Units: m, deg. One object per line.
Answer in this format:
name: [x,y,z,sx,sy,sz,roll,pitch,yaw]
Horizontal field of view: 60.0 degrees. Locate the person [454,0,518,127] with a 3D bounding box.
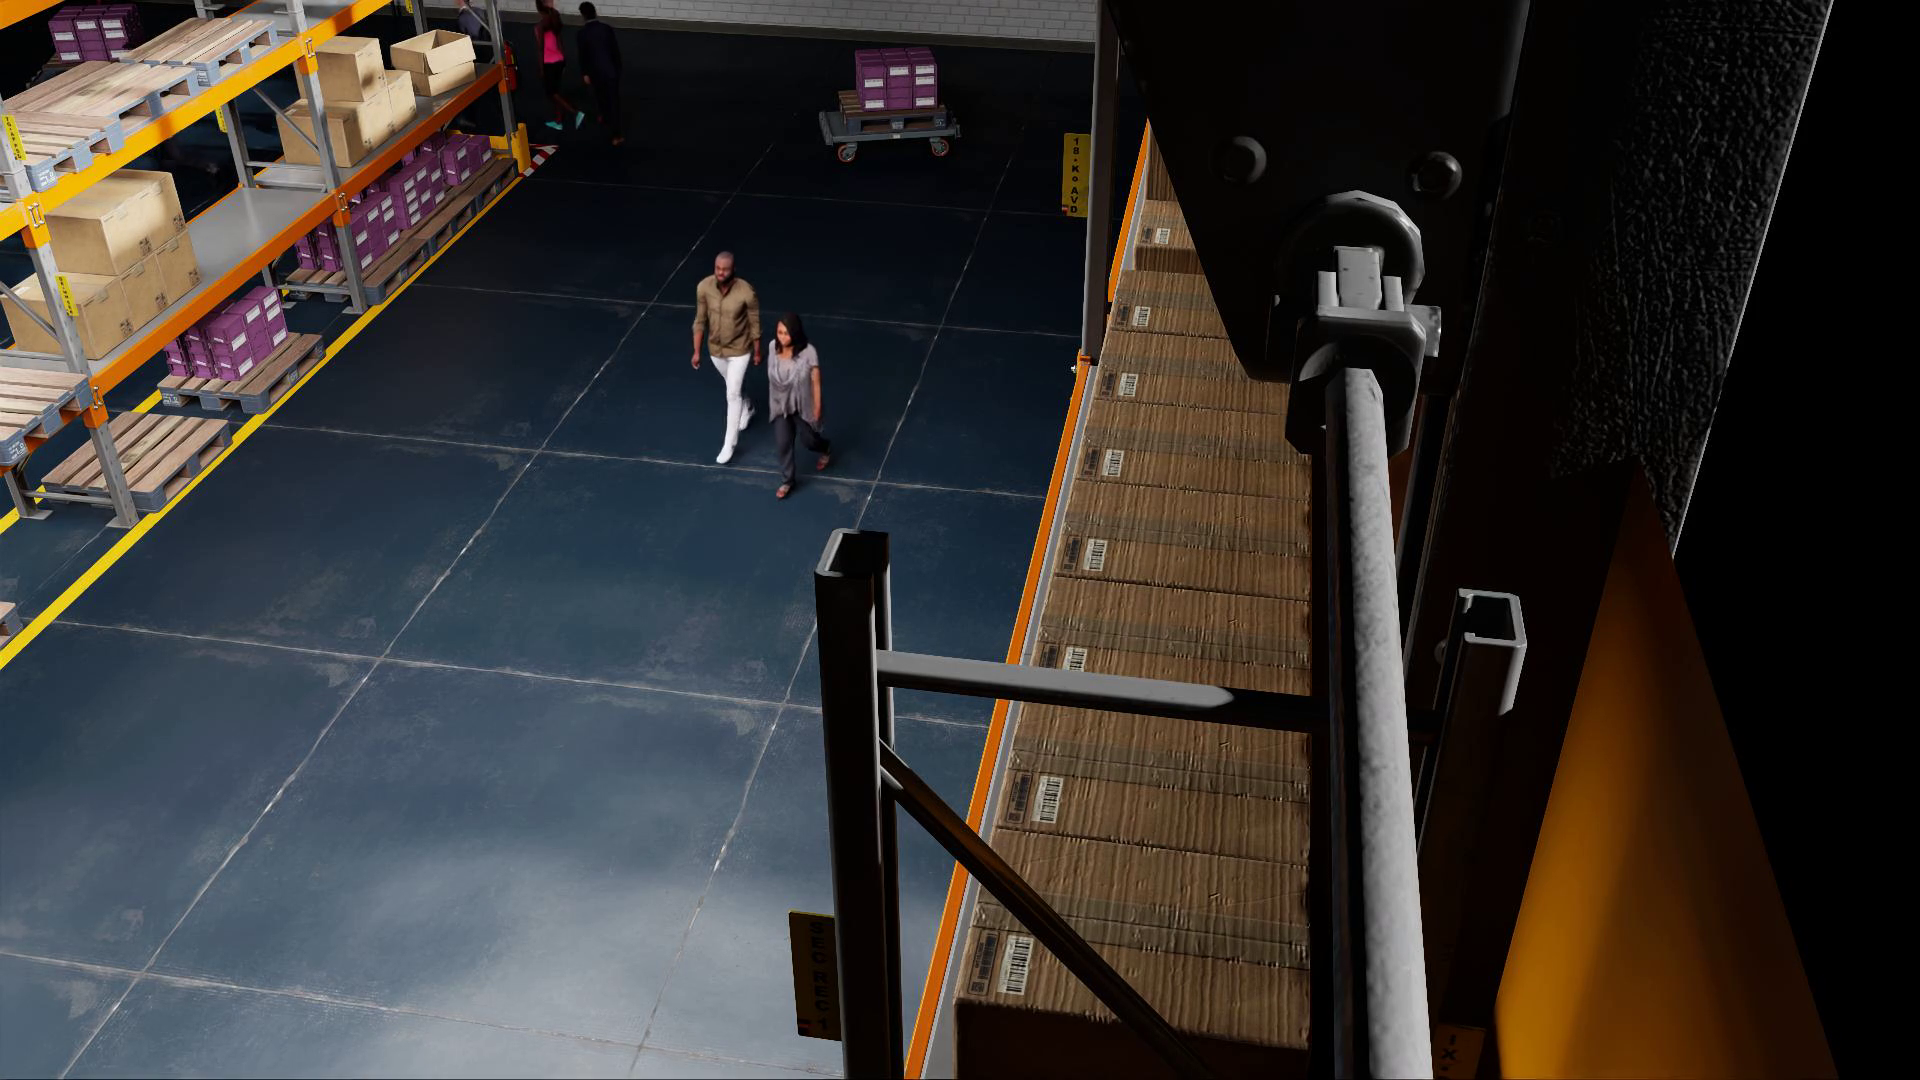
person: [-5.977,-5.983,20.694,0.984,1.787,1.147,18,38,25]

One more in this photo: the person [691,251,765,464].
person: [-1.932,-1.644,14.174,0.871,1.779,1.227,12,35,17]

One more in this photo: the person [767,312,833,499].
person: [-1.307,-1.160,13.621,0.742,1.585,0.978,13,36,18]

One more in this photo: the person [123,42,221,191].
person: [-8.886,-4.669,18.675,0.991,1.834,1.165,24,41,32]

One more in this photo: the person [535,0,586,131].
person: [-4.983,-5.862,20.584,0.796,1.706,0.938,17,37,23]

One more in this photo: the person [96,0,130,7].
person: [-11.614,-7.353,22.878,0.641,1.650,0.718,-25,41,-32]

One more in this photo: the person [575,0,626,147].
person: [-4.346,-5.638,20.288,0.960,1.662,1.224,-5,34,-7]
